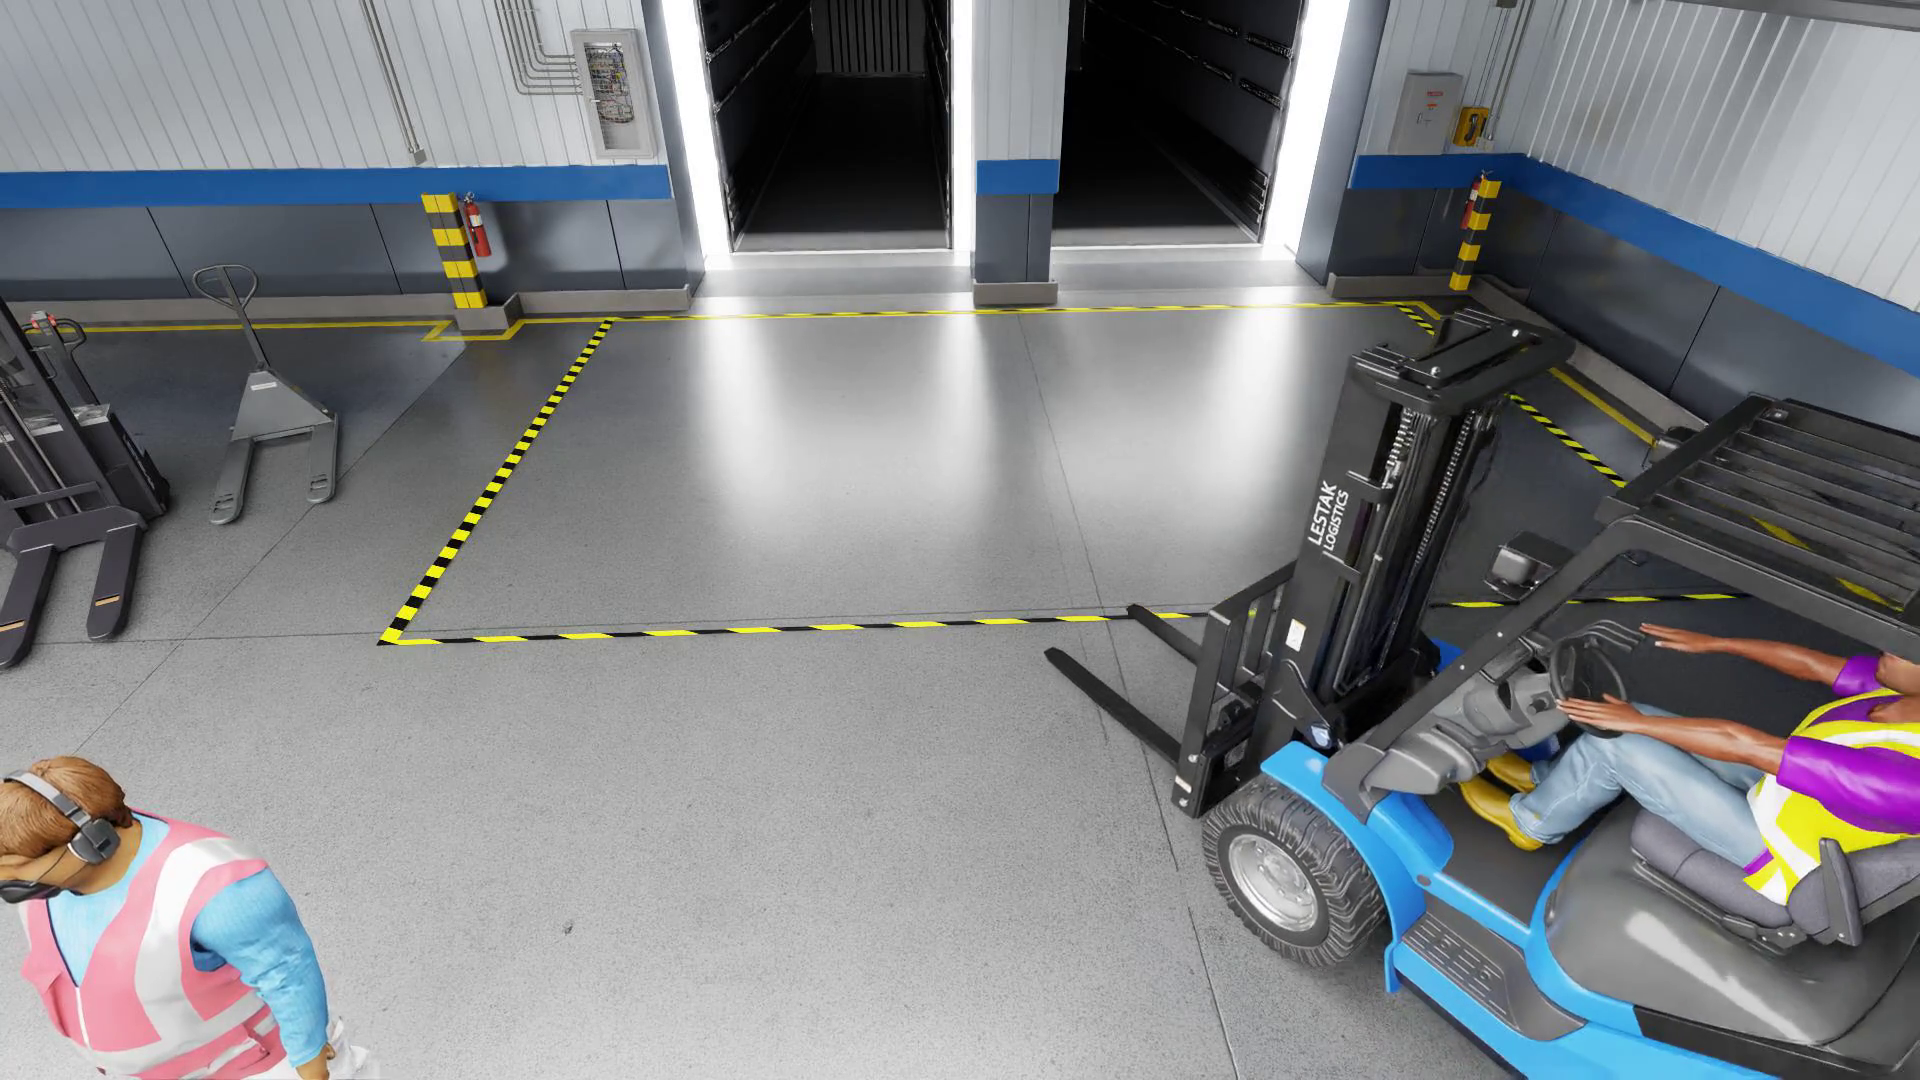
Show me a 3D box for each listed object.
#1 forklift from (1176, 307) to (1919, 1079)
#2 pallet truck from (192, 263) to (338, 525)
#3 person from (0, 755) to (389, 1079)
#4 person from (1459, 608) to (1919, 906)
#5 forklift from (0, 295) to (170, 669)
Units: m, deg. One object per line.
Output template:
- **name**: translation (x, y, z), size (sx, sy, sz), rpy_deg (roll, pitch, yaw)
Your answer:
- **forklift**: translation (2.124, 0.710, 2.660), size (1.157, 2.036, 2.680), rpy_deg (-23, 41, -30)
- **pallet truck**: translation (-4.778, -1.027, 6.128), size (0.680, 1.201, 1.601), rpy_deg (-17, 38, -23)
- **person**: translation (-1.889, 1.234, 2.351), size (0.618, 1.845, 0.430), rpy_deg (8, 36, 11)
- **person**: translation (2.094, 0.526, 2.596), size (0.635, 1.294, 1.002), rpy_deg (-23, 41, -30)
- **forklift**: translation (-5.212, -0.618, 4.878), size (0.823, 1.965, 1.885), rpy_deg (-20, 39, -26)
